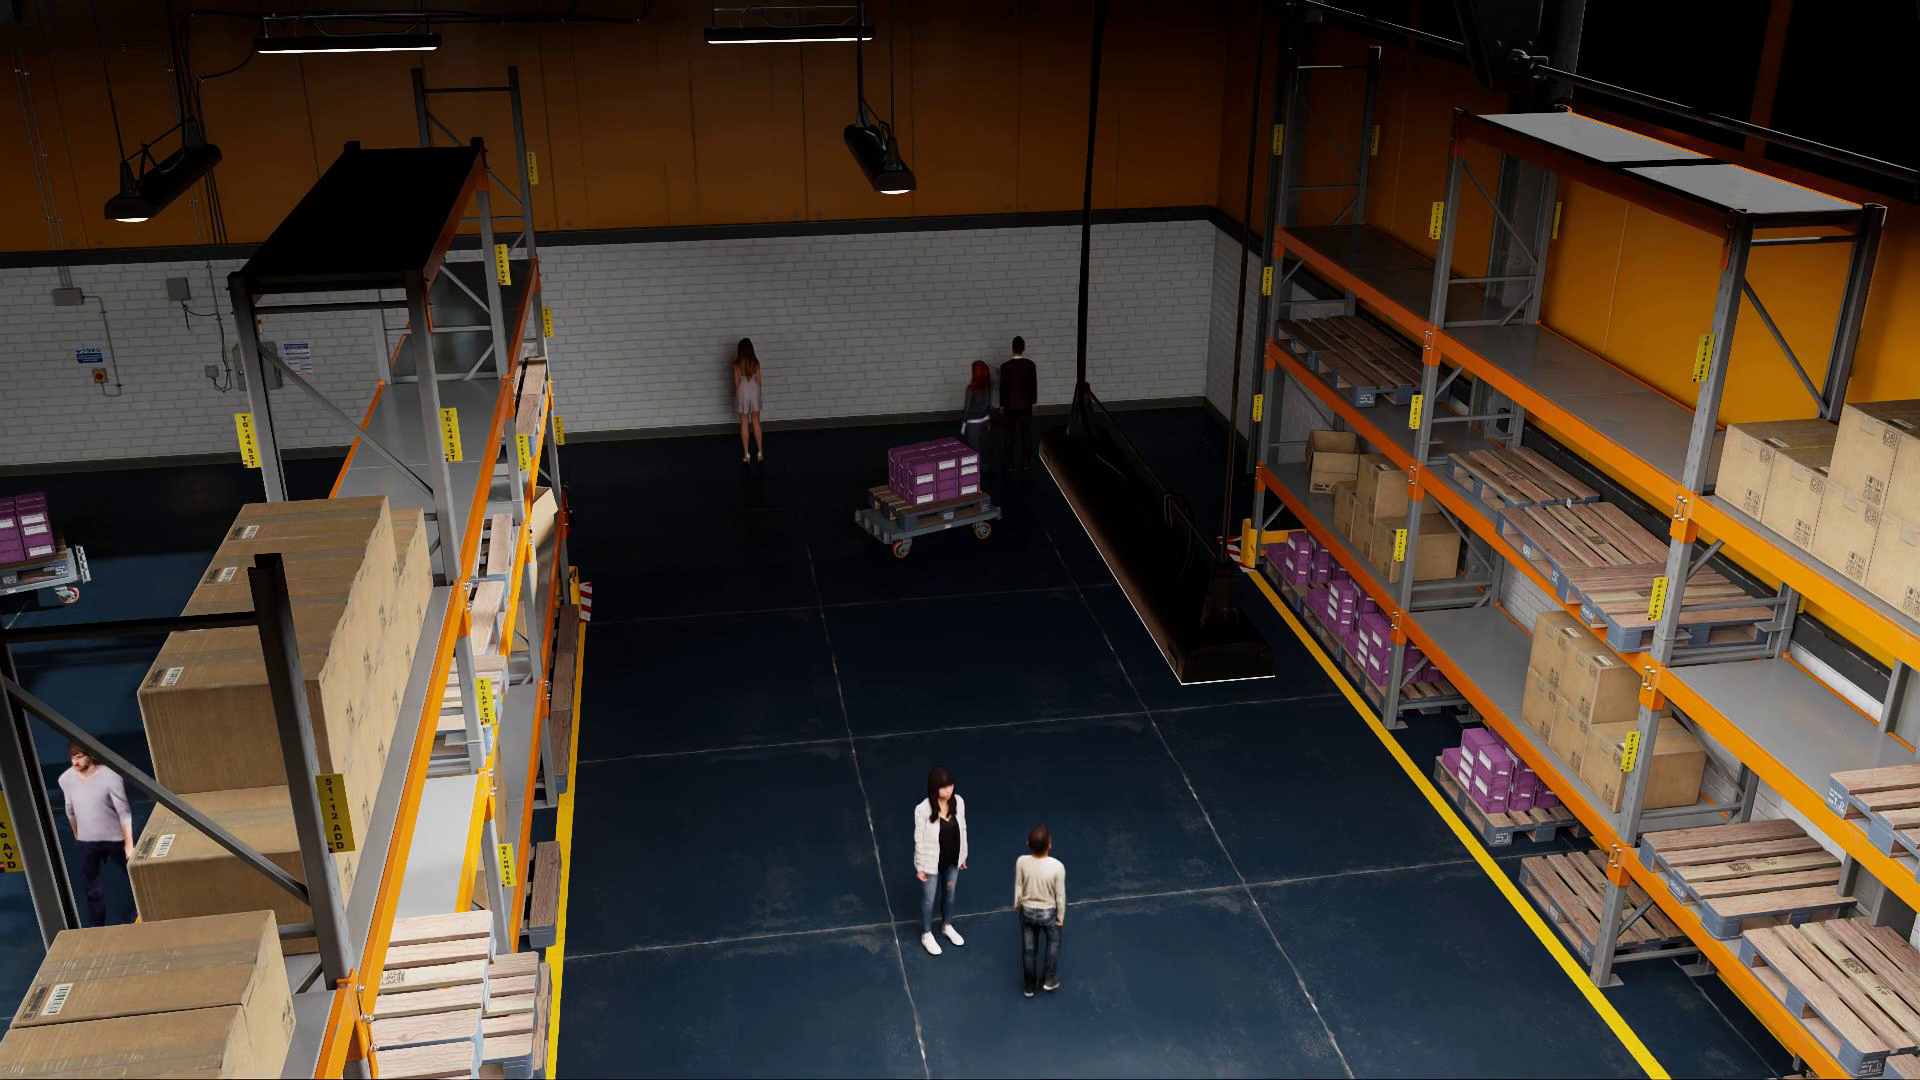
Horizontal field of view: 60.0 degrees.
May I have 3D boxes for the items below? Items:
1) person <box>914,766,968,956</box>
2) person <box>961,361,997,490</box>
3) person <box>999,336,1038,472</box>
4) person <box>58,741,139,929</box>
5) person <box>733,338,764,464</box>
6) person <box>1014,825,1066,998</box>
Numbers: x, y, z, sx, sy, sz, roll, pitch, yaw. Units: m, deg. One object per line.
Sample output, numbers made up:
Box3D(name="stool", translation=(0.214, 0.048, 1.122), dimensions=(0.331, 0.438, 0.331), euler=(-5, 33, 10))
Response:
Box3D(name="person", translation=(-0.166, 2.474, 12.989), dimensions=(0.671, 1.636, 0.653), euler=(-12, 26, -26))
Box3D(name="person", translation=(0.272, -1.466, 21.848), dimensions=(0.887, 1.759, 1.029), euler=(-20, 30, -37))
Box3D(name="person", translation=(0.789, -1.856, 22.606), dimensions=(0.667, 1.866, 0.570), euler=(-4, 24, -9))
Box3D(name="person", translation=(-6.700, 2.323, 13.137), dimensions=(0.798, 1.792, 1.176), euler=(-1, 24, -2))
Box3D(name="person", translation=(-2.905, -1.916, 22.865), dimensions=(0.584, 1.769, 0.600), euler=(-7, 24, -15))
Box3D(name="person", translation=(0.575, 2.816, 12.432), dimensions=(0.619, 1.455, 0.619), euler=(4, 24, 9))
